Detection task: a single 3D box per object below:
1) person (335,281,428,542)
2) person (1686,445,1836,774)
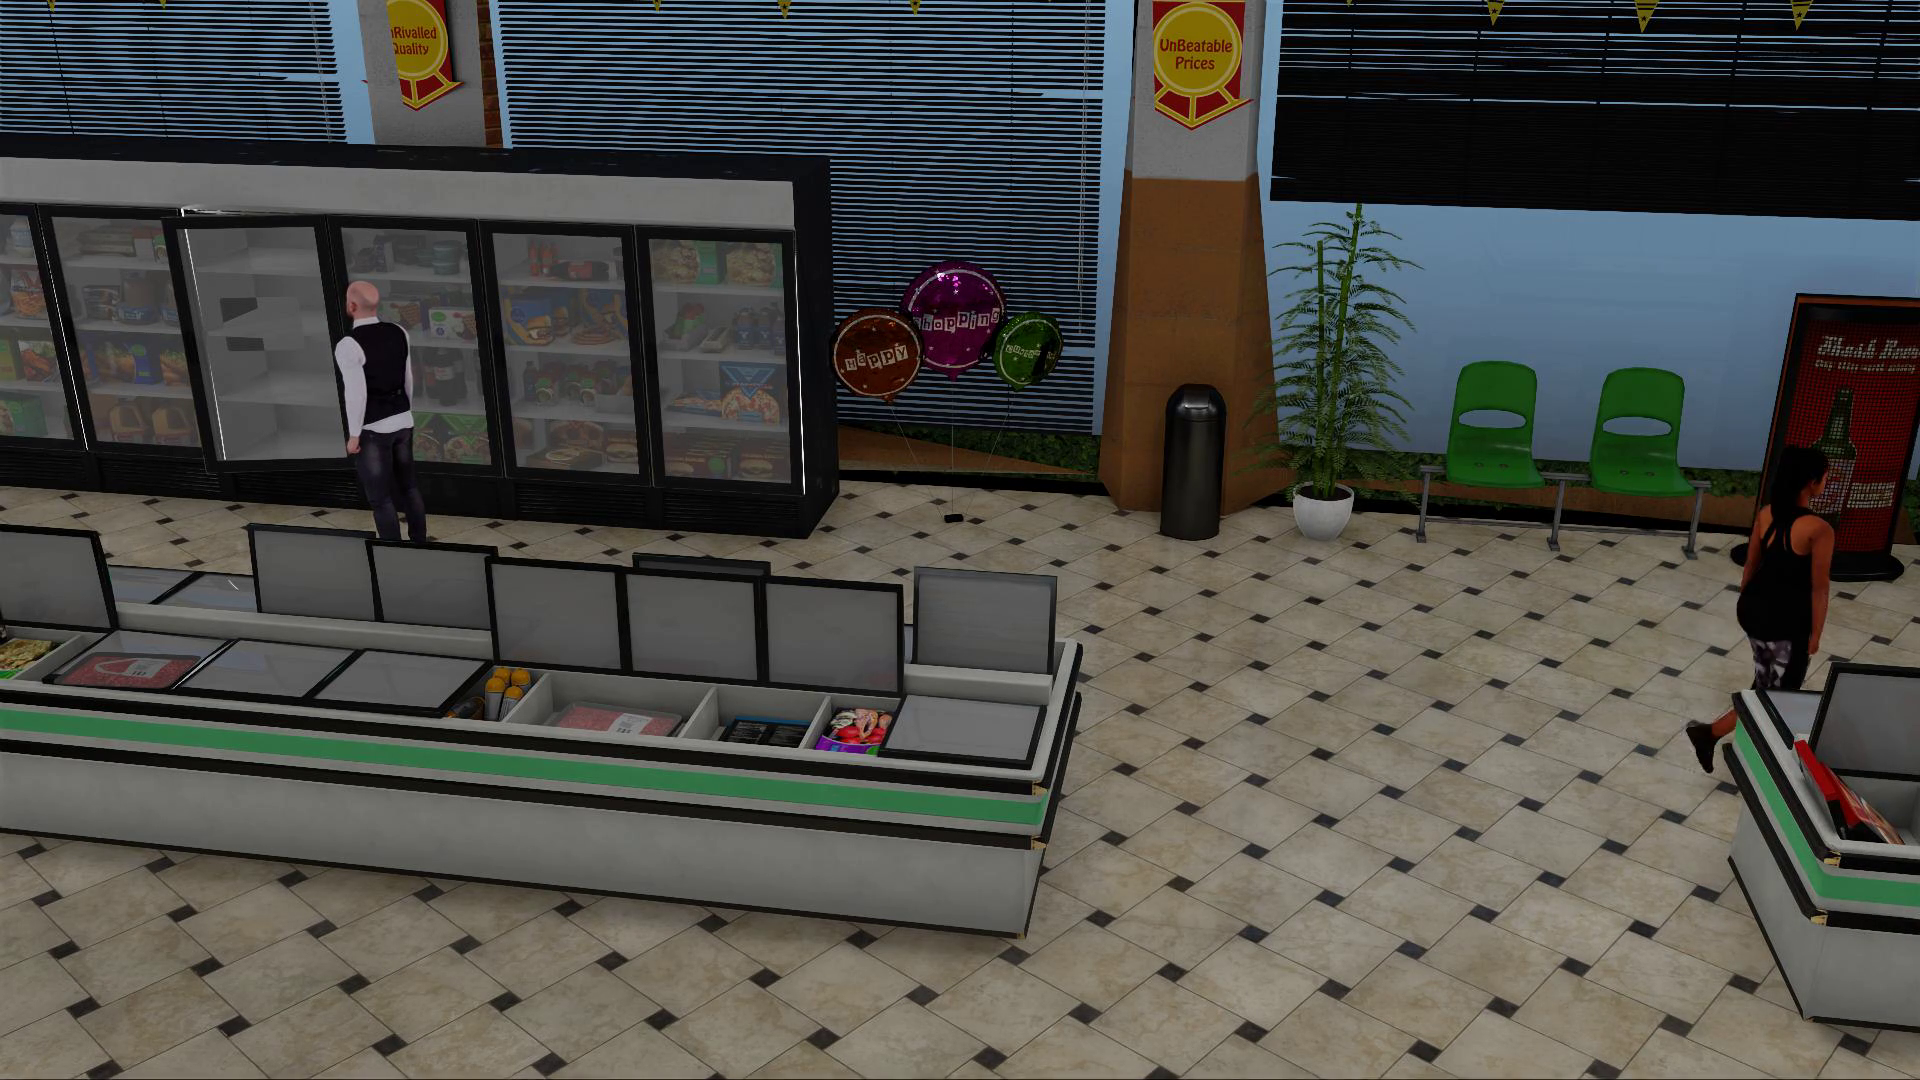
[{"bbox_3d":[-3.442,-0.646,9.906,0.672,1.824,0.738,9,24,21],"label":"person"},{"bbox_3d":[3.677,0.375,7.599,0.979,1.650,0.832,-8,23,-19],"label":"person"}]
